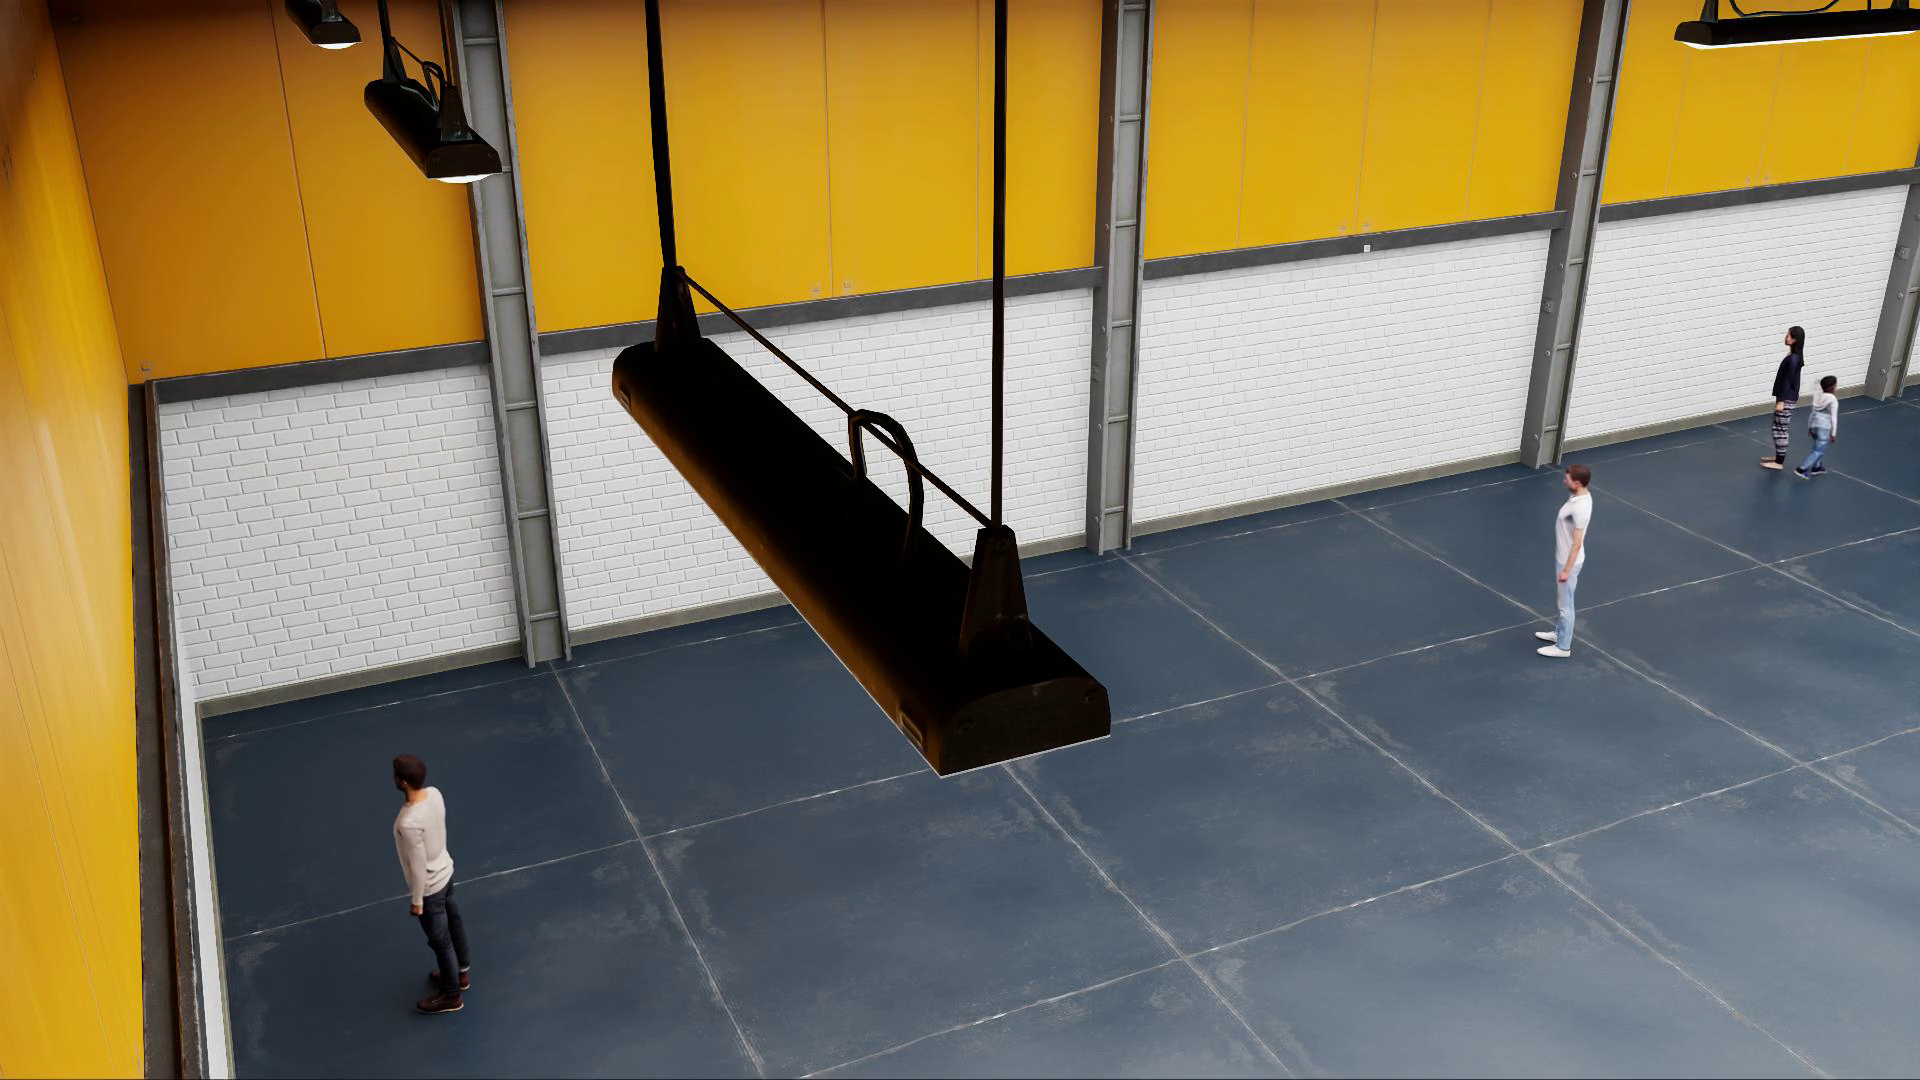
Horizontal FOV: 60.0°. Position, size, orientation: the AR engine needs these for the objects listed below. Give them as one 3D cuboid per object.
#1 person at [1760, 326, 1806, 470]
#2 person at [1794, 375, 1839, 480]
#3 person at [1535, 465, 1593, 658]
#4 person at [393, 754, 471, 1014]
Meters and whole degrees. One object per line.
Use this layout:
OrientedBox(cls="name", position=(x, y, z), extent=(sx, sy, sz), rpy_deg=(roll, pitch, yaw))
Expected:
OrientedBox(cls="person", position=(9.806, -1.699, 19.719), extent=(0.728, 1.731, 0.649), rpy_deg=(11, 26, 23))
OrientedBox(cls="person", position=(10.037, -1.308, 19.433), extent=(0.796, 1.245, 0.535), rpy_deg=(-7, 25, -16))
OrientedBox(cls="person", position=(5.603, 0.177, 15.273), extent=(0.777, 1.856, 0.720), rpy_deg=(8, 25, 18))
OrientedBox(cls="person", position=(-3.387, 2.188, 10.660), extent=(0.718, 1.865, 0.741), rpy_deg=(1, 24, 1))
